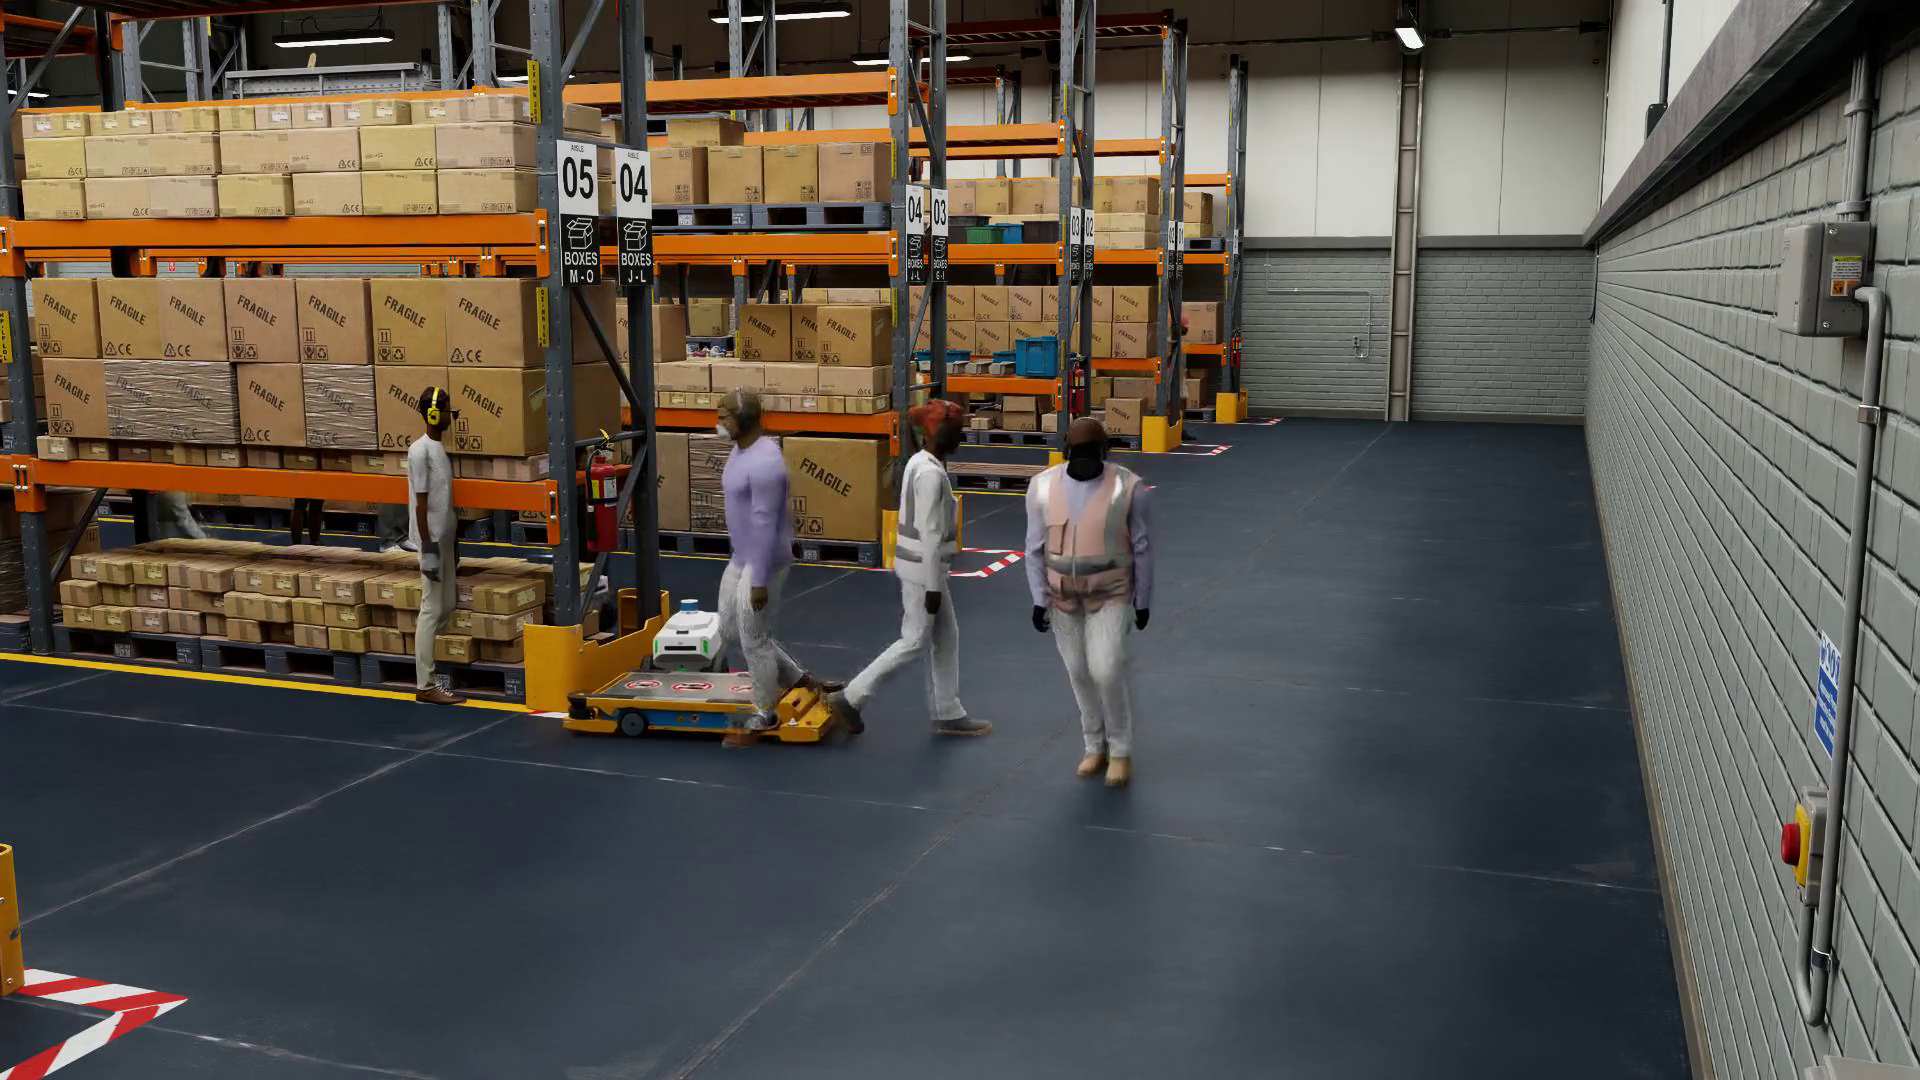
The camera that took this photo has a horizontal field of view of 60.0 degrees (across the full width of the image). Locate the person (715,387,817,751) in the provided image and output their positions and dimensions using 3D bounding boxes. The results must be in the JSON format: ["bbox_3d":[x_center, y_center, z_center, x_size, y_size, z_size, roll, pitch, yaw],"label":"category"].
[{"bbox_3d":[-1.026,0.140,8.853,0.568,1.918,0.645,-4,10,-26],"label":"person"}]

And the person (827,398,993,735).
[{"bbox_3d":[-0.277,0.169,8.888,0.831,1.860,0.633,-1,9,-4],"label":"person"}]

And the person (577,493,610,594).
[{"bbox_3d":[-3.072,-0.579,12.934,0.788,2.000,0.706,2,9,15],"label":"person"}]

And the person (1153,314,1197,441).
[{"bbox_3d":[3.179,-2.433,24.907,0.695,1.913,0.539,5,10,26],"label":"person"}]

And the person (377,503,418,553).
[{"bbox_3d":[-5.004,-0.827,14.837,0.383,1.924,0.594,2,9,12],"label":"person"}]

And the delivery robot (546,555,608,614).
[{"bbox_3d":[-2.801,0.347,11.485,0.707,0.478,0.477,3,10,19],"label":"delivery robot"}]

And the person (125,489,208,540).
[{"bbox_3d":[-6.270,-0.556,13.280,0.997,1.898,0.646,3,10,17],"label":"person"}]

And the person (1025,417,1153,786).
[{"bbox_3d":[0.608,0.298,8.180,0.632,1.809,0.580,4,10,23],"label":"person"}]

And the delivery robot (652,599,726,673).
[{"bbox_3d":[-1.610,0.597,9.924,0.477,0.478,0.707,0,9,0],"label":"delivery robot"}]

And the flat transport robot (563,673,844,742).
[{"bbox_3d":[-1.394,0.903,9.189,1.431,0.197,0.652,1,9,9],"label":"flat transport robot"}]

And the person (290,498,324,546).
[{"bbox_3d":[-5.500,-0.718,14.127,0.374,1.935,0.552,2,9,15],"label":"person"}]

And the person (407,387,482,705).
[{"bbox_3d":[-3.031,0.030,9.707,0.332,1.860,0.511,0,9,2],"label":"person"}]

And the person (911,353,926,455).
[{"bbox_3d":[-0.617,-1.032,16.448,0.786,1.821,0.624,8,12,40],"label":"person"}]
